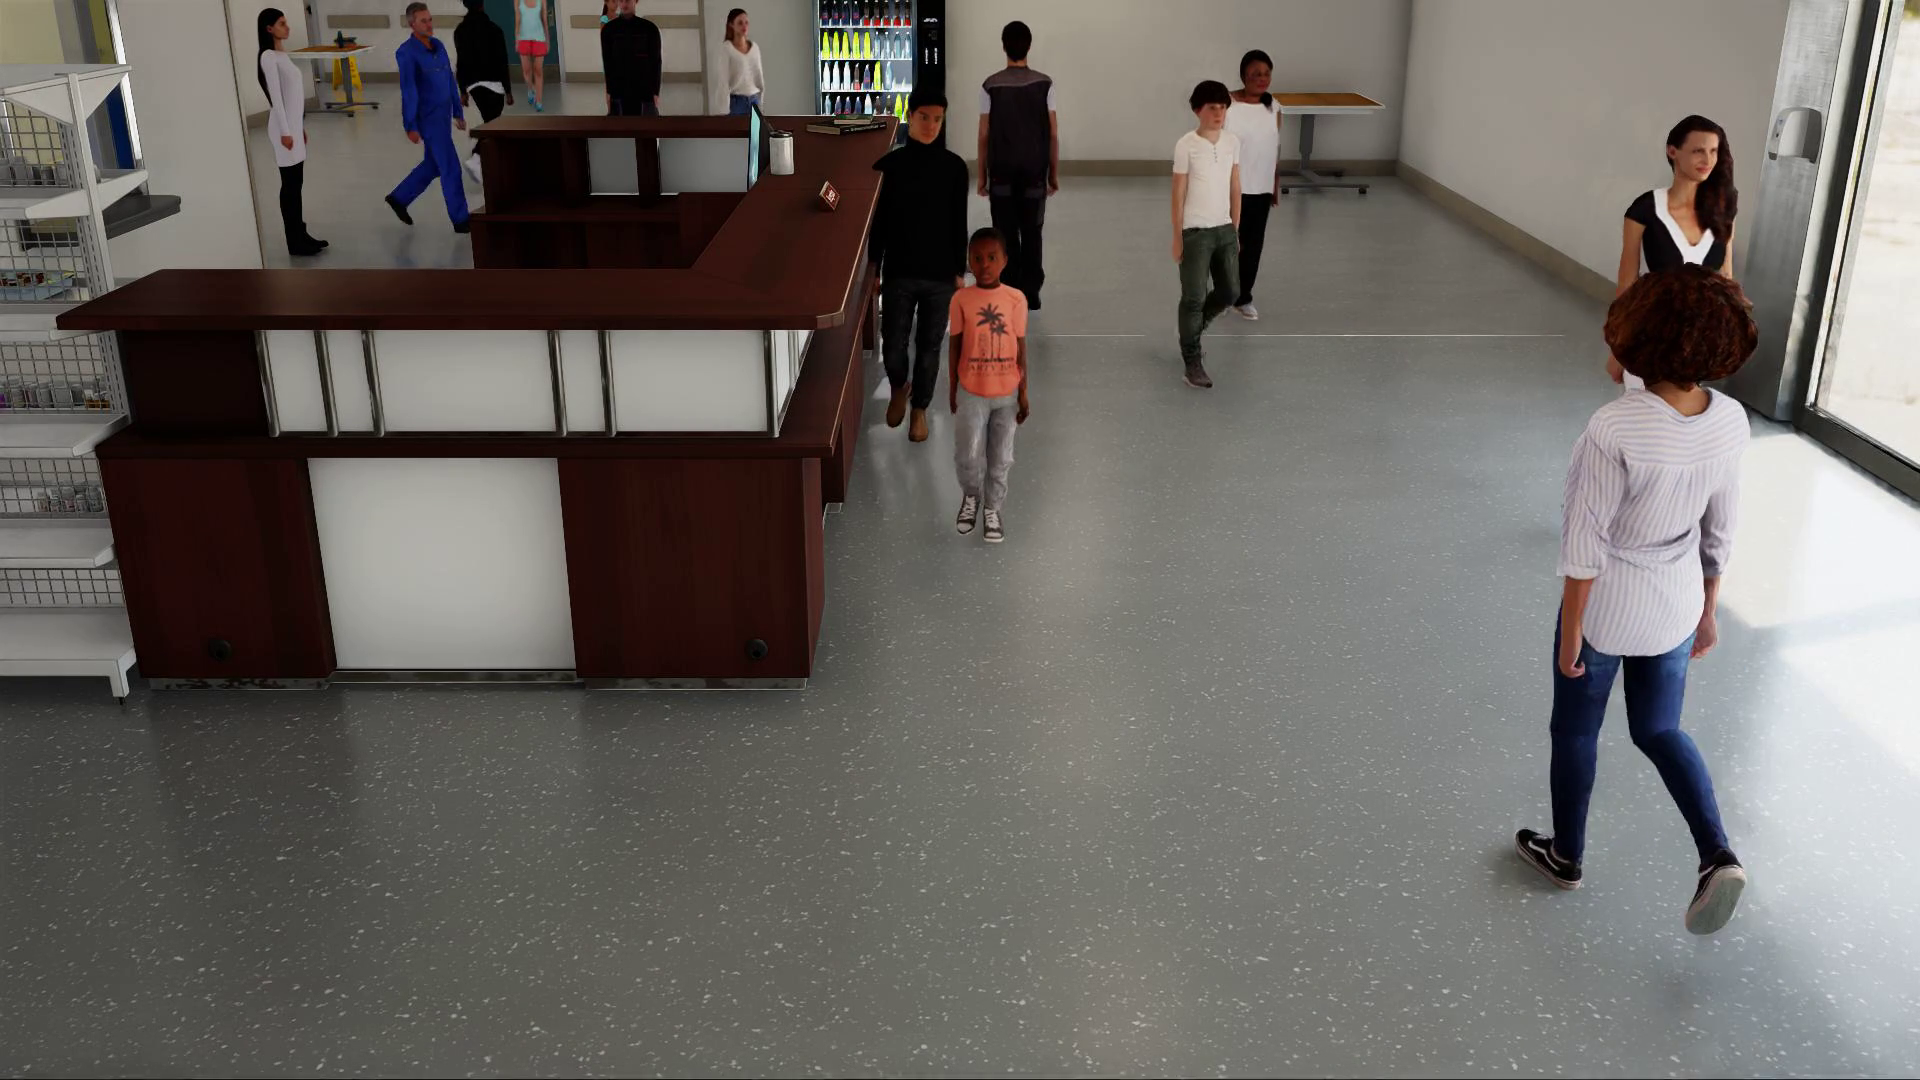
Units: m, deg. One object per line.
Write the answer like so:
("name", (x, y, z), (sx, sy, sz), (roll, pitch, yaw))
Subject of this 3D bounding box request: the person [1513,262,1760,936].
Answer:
("person", (1.722, 0.201, 4.119), (0.962, 1.675, 0.840), (-5, 21, -13))

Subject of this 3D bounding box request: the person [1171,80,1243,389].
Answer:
("person", (1.306, -1.679, 9.122), (0.756, 1.646, 0.779), (-8, 22, -20))

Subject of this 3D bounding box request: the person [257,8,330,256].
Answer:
("person", (-5.115, -3.095, 12.633), (0.565, 1.809, 0.627), (-2, 21, -6))

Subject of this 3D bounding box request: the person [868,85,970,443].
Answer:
("person", (-0.193, -1.351, 8.176), (0.595, 1.704, 0.724), (2, 21, 6))

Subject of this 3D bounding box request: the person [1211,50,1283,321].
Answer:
("person", (1.784, -2.258, 10.603), (0.684, 1.680, 0.815), (-8, 22, -20))

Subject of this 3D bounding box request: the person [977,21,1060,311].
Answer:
("person", (0.377, -2.279, 10.439), (0.670, 1.835, 0.756), (-2, 21, -5))

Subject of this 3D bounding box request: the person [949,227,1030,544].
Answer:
("person", (0.123, -0.647, 6.886), (0.455, 1.301, 0.533), (0, 21, 0))

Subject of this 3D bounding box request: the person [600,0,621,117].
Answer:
("person", (-4.327, -6.083, 20.875), (0.681, 1.558, 0.639), (14, 25, 33))

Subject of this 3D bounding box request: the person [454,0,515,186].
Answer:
("person", (-4.530, -4.259, 15.739), (1.214, 1.784, 0.991), (7, 22, 18))

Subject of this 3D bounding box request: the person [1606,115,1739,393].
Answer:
("person", (2.661, -0.707, 6.386), (1.043, 1.767, 0.748), (-3, 21, -8))

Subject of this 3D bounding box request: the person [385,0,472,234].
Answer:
("person", (-4.312, -3.351, 13.340), (1.236, 1.786, 0.890), (4, 21, 10))

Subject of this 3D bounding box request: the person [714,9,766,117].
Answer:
("person", (-1.984, -3.805, 14.705), (1.058, 1.669, 1.078), (-17, 26, -37))

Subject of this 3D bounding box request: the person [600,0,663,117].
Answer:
("person", (-2.860, -3.867, 14.524), (0.530, 1.913, 0.749), (1, 21, 3))

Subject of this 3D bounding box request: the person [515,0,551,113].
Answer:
("person", (-5.557, -6.463, 21.604), (0.747, 1.753, 0.767), (-5, 21, -14))
